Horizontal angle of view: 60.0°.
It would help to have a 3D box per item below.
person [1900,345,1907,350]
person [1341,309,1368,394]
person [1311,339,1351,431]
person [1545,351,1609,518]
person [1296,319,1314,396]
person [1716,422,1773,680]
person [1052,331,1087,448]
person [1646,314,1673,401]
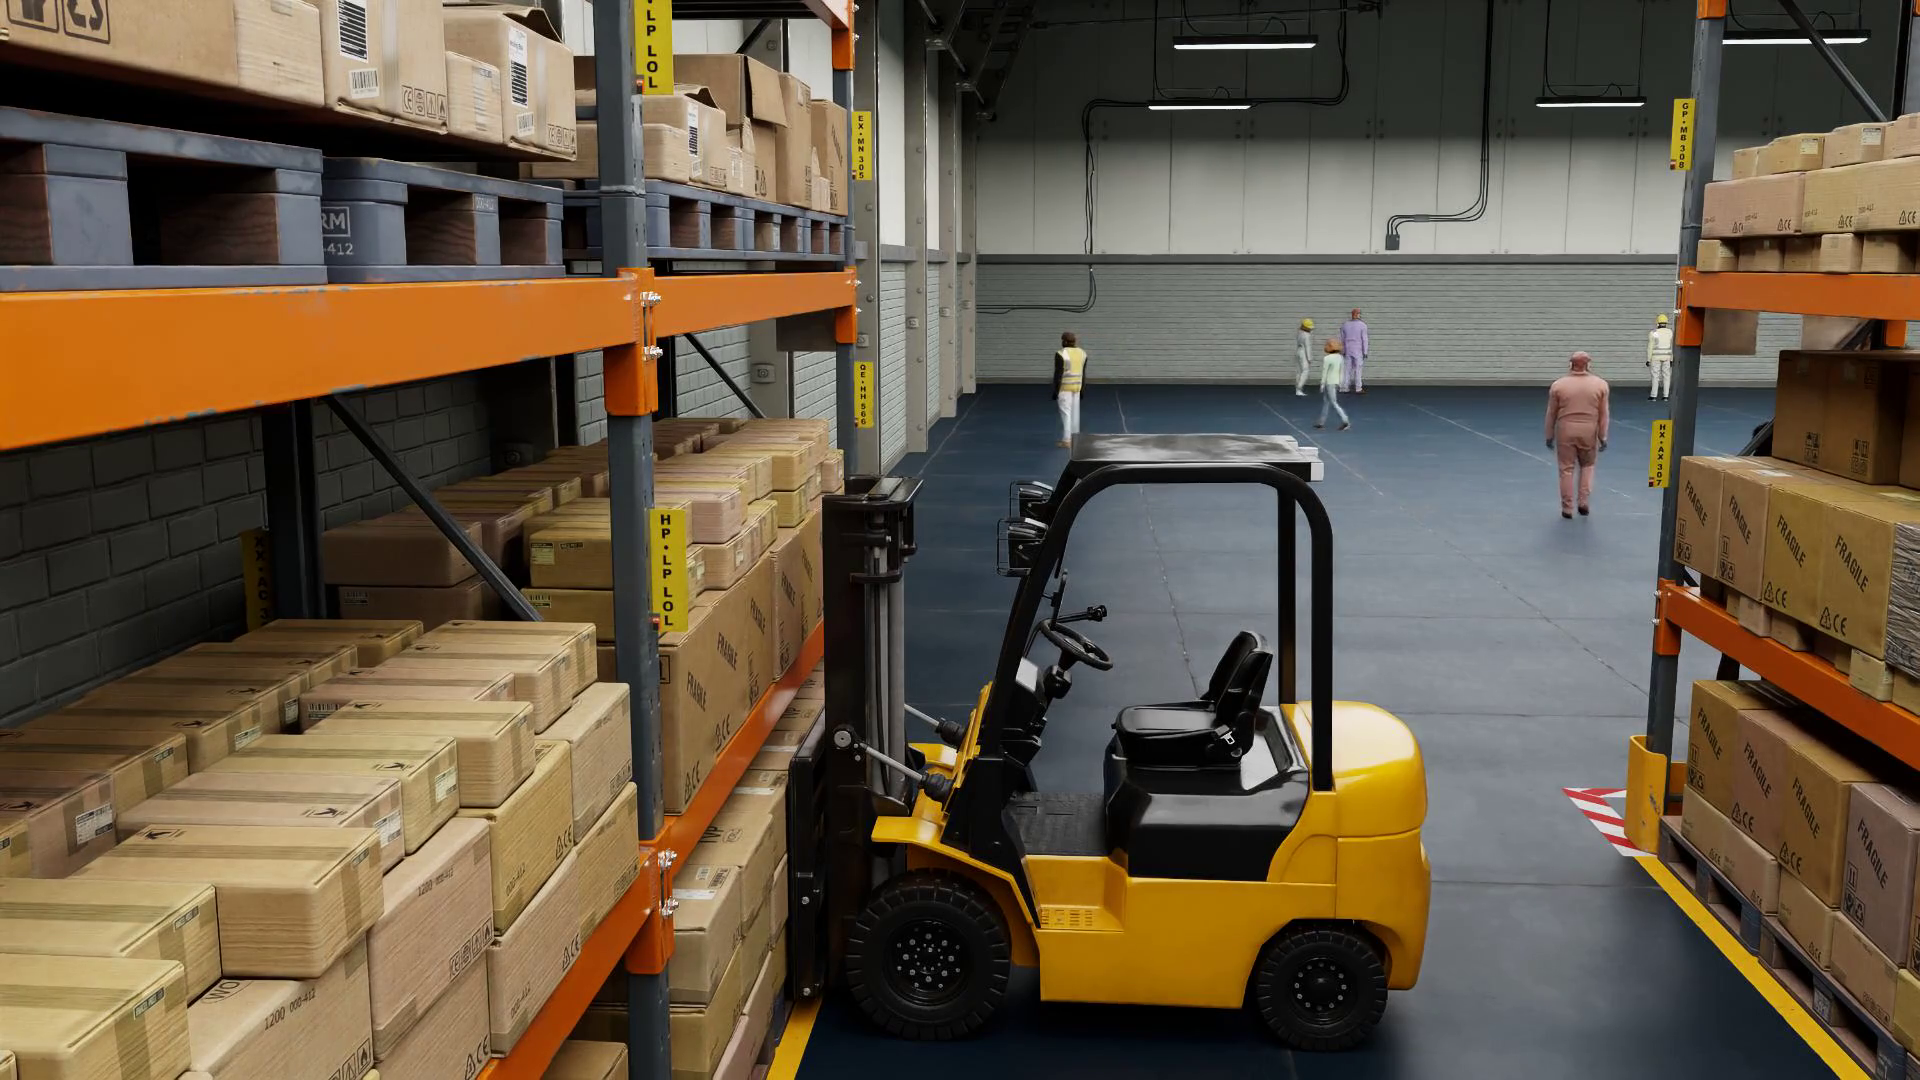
[{"bbox_3d":[12.591,-1.736,22.343,0.602,1.847,0.426,-2,10,-11],"label":"person"},{"bbox_3d":[8.831,-4.208,37.156,0.652,1.904,0.402,9,13,42],"label":"person"},{"bbox_3d":[6.506,-2.708,28.984,0.803,1.599,0.508,9,13,42],"label":"person"},{"bbox_3d":[7.027,-1.205,18.984,0.673,1.887,0.657,3,10,17],"label":"person"},{"bbox_3d":[7.579,-4.019,36.650,0.351,1.697,0.638,-1,9,-8],"label":"person"},{"bbox_3d":[4.710,0.284,9.784,0.367,1.954,0.603,-8,12,-39],"label":"person"},{"bbox_3d":[1.704,-2.379,26.270,0.633,1.841,0.429,-8,12,-41],"label":"person"},{"bbox_3d":[14.799,-3.844,35.160,0.591,1.834,0.404,0,9,-2],"label":"person"}]
